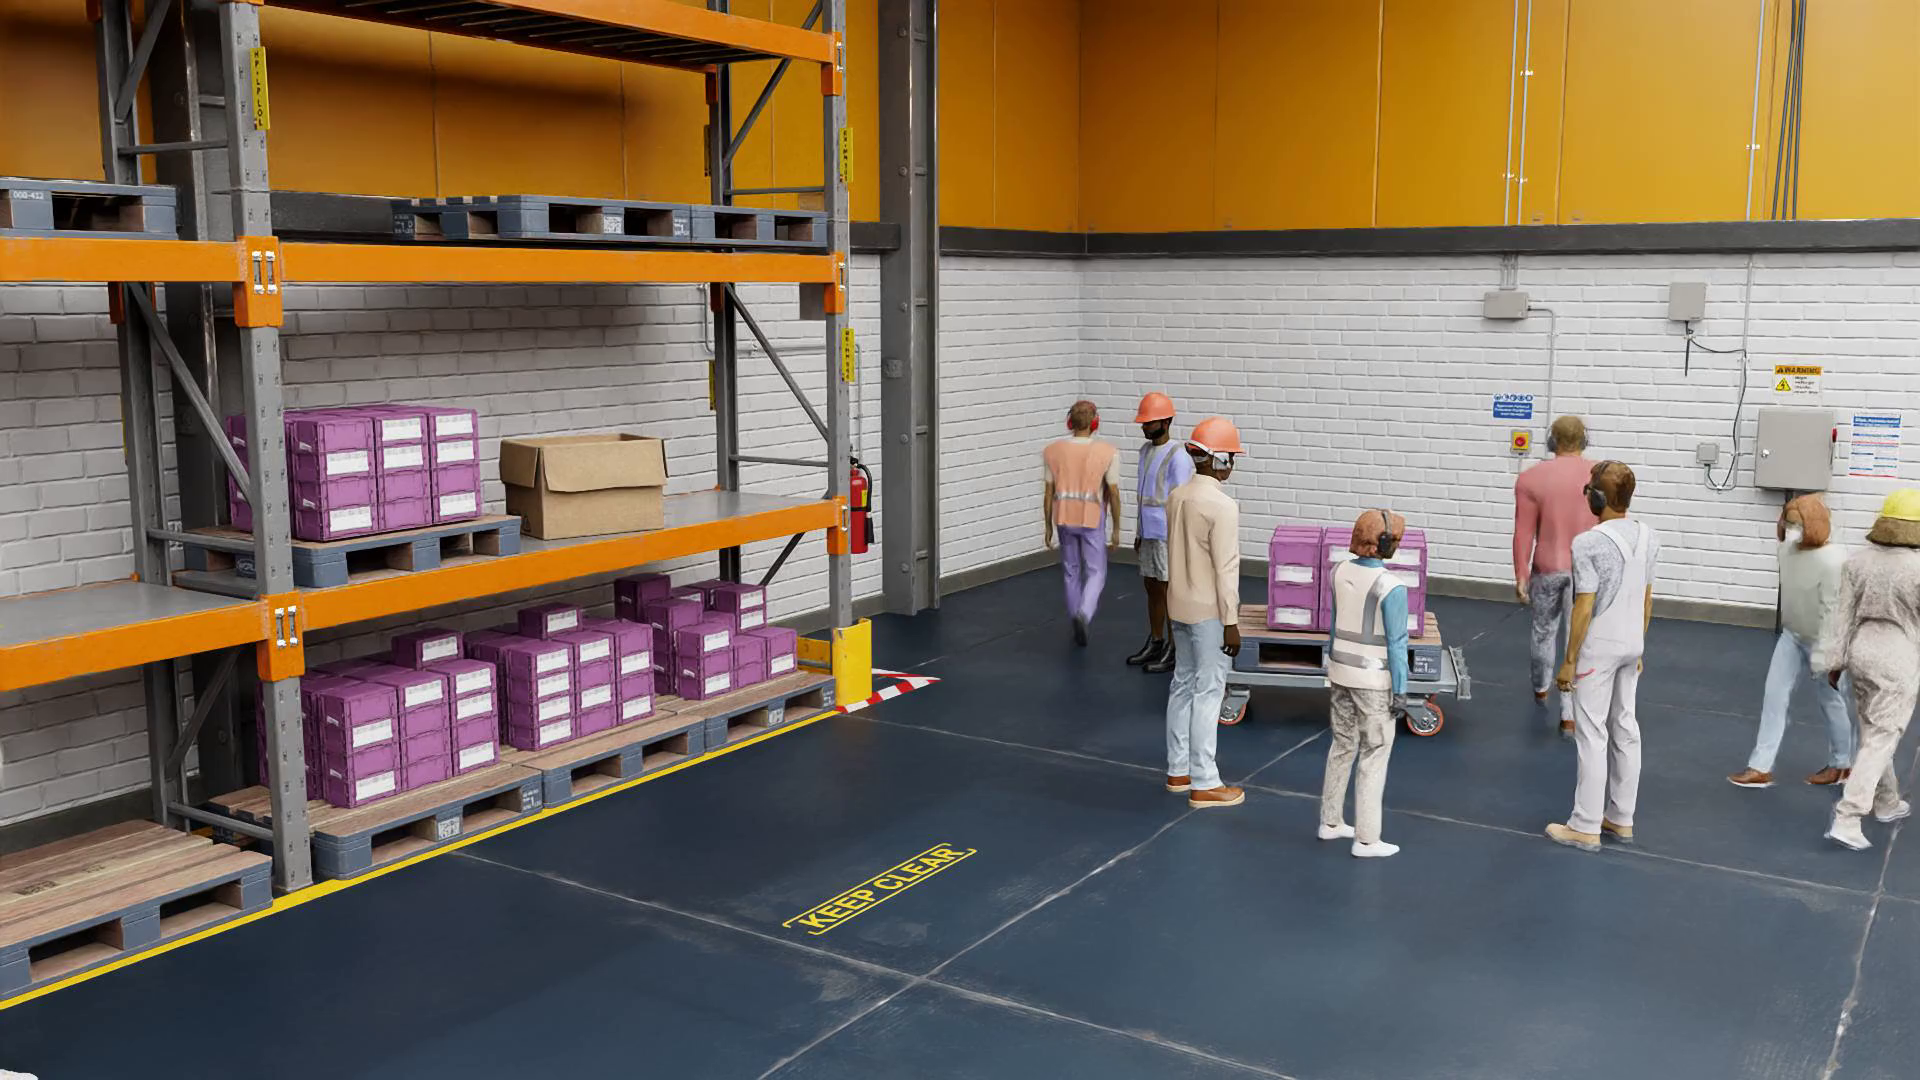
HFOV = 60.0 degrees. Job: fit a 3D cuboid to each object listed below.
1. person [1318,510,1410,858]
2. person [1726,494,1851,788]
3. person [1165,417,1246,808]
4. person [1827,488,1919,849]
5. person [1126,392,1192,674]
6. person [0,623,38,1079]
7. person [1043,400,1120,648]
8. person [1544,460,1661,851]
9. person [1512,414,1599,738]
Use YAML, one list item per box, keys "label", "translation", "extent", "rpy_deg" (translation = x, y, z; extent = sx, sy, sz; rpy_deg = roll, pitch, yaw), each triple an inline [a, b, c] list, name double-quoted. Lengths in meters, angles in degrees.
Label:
- label: "person"
  translation: [1.881, 0.665, 7.730]
  extent: [0.313, 1.630, 0.524]
  rpy_deg: [-4, 10, -25]
- label: "person"
  translation: [4.392, 0.543, 8.654]
  extent: [0.830, 1.571, 0.512]
  rpy_deg: [-3, 9, -16]
- label: "person"
  translation: [1.266, 0.366, 8.530]
  extent: [0.407, 1.986, 0.612]
  rpy_deg: [-3, 9, -20]
- label: "person"
  translation: [4.427, 0.606, 7.958]
  extent: [0.895, 1.703, 0.497]
  rpy_deg: [-5, 10, -30]
- label: "person"
  translation: [1.350, -0.051, 11.420]
  extent: [0.388, 1.929, 0.544]
  rpy_deg: [-4, 10, -23]
- label: "person"
  translation: [-3.141, 0.989, 5.254]
  extent: [0.324, 1.742, 0.492]
  rpy_deg: [-2, 9, -15]
- label: "person"
  translation: [0.875, -0.103, 12.086]
  extent: [0.568, 1.825, 0.663]
  rpy_deg: [3, 9, 17]
- label: "person"
  translation: [3.027, 0.541, 7.835]
  extent: [0.506, 1.846, 0.346]
  rpy_deg: [-5, 10, -28]
- label: "person"
  translation: [3.663, 0.180, 10.062]
  extent: [0.644, 1.869, 1.071]
  rpy_deg: [3, 9, 18]
